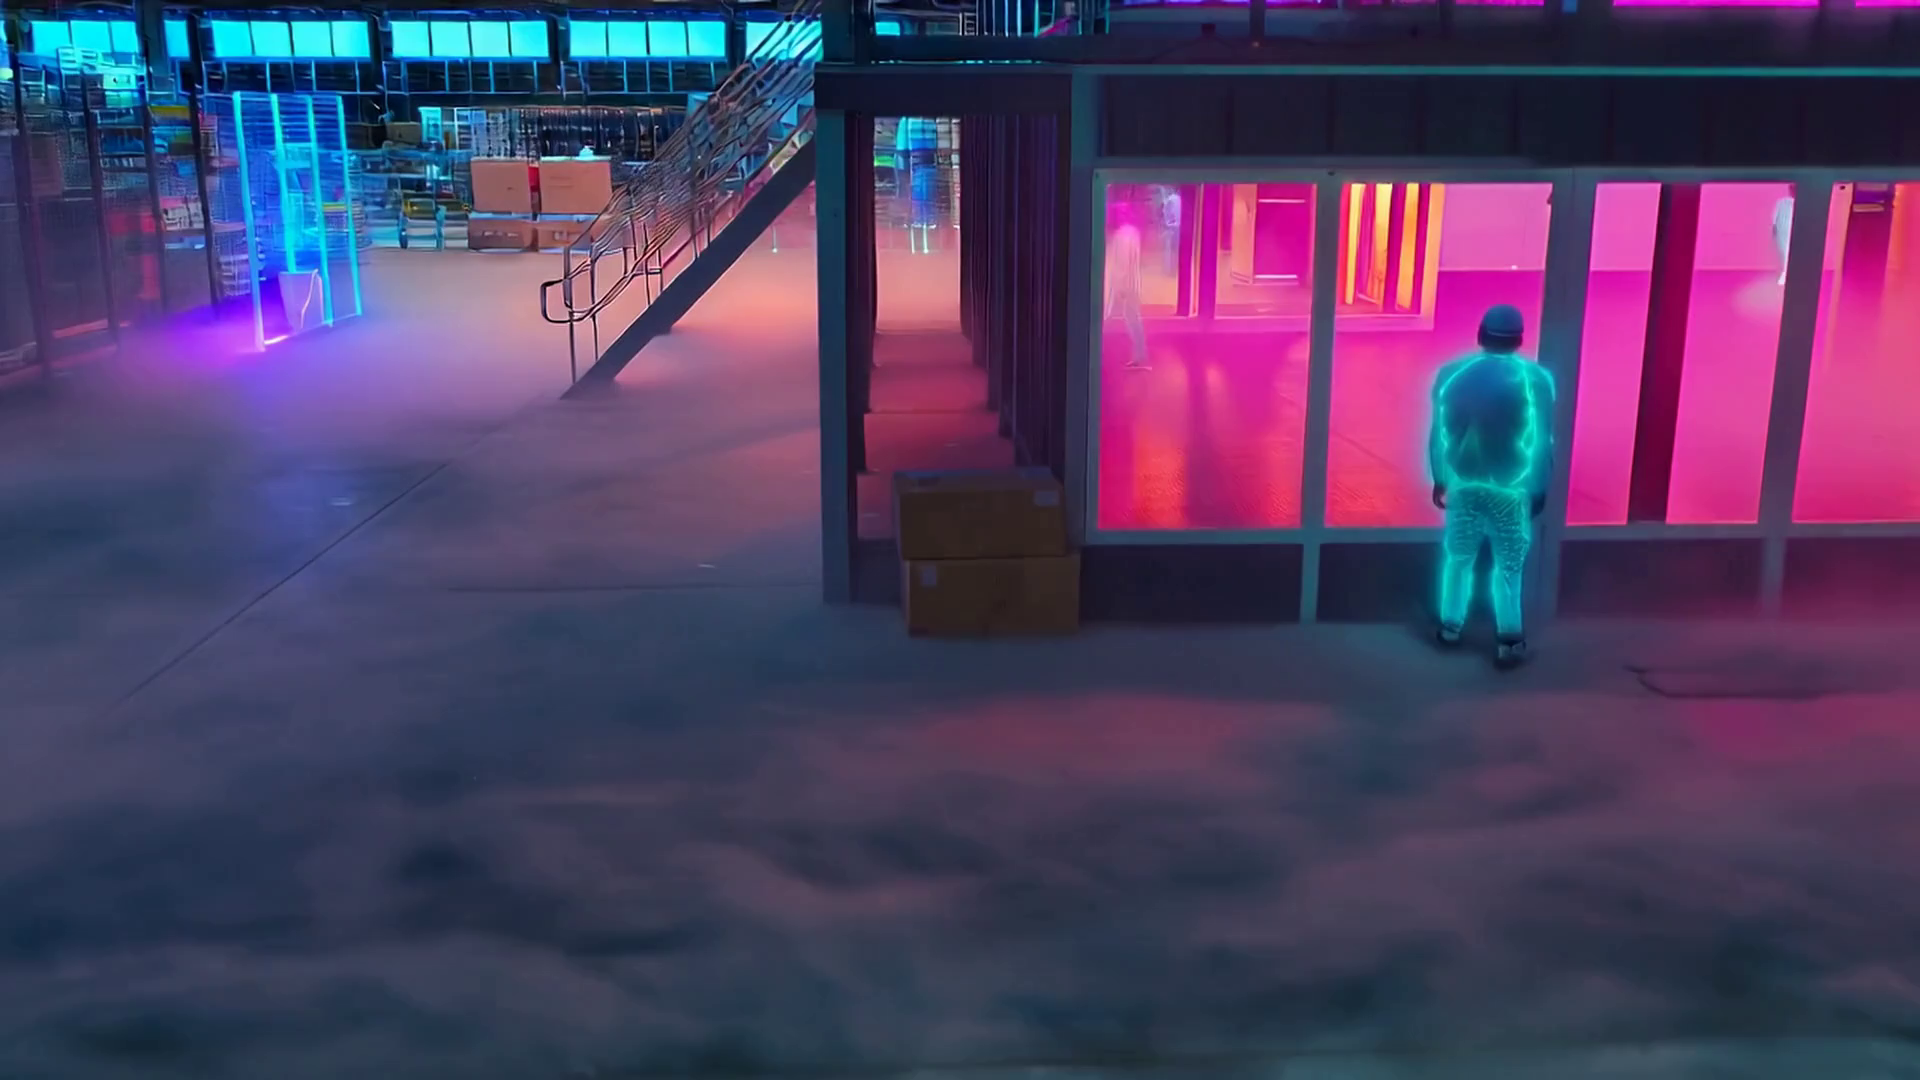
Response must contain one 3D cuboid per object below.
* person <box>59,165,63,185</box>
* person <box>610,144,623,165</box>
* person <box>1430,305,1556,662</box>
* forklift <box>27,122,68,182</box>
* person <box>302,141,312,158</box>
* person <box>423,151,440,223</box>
[{"bbox_3d":[-31.192,-12.396,57.426,0.280,1.624,0.493,6,15,23],"label":"person"},{"bbox_3d":[-16.445,-18.006,79.519,0.599,1.774,0.939,-7,16,-26],"label":"person"},{"bbox_3d":[2.733,-0.284,8.575,0.626,1.844,0.429,7,16,26],"label":"person"},{"bbox_3d":[-35.376,-14.773,64.377,1.129,2.768,1.873,-1,14,-2],"label":"forklift"},{"bbox_3d":[-32.202,-18.710,82.063,0.731,1.927,0.616,7,16,26],"label":"person"},{"bbox_3d":[-13.982,-9.315,44.270,0.378,2.040,0.607,3,14,12],"label":"person"}]
